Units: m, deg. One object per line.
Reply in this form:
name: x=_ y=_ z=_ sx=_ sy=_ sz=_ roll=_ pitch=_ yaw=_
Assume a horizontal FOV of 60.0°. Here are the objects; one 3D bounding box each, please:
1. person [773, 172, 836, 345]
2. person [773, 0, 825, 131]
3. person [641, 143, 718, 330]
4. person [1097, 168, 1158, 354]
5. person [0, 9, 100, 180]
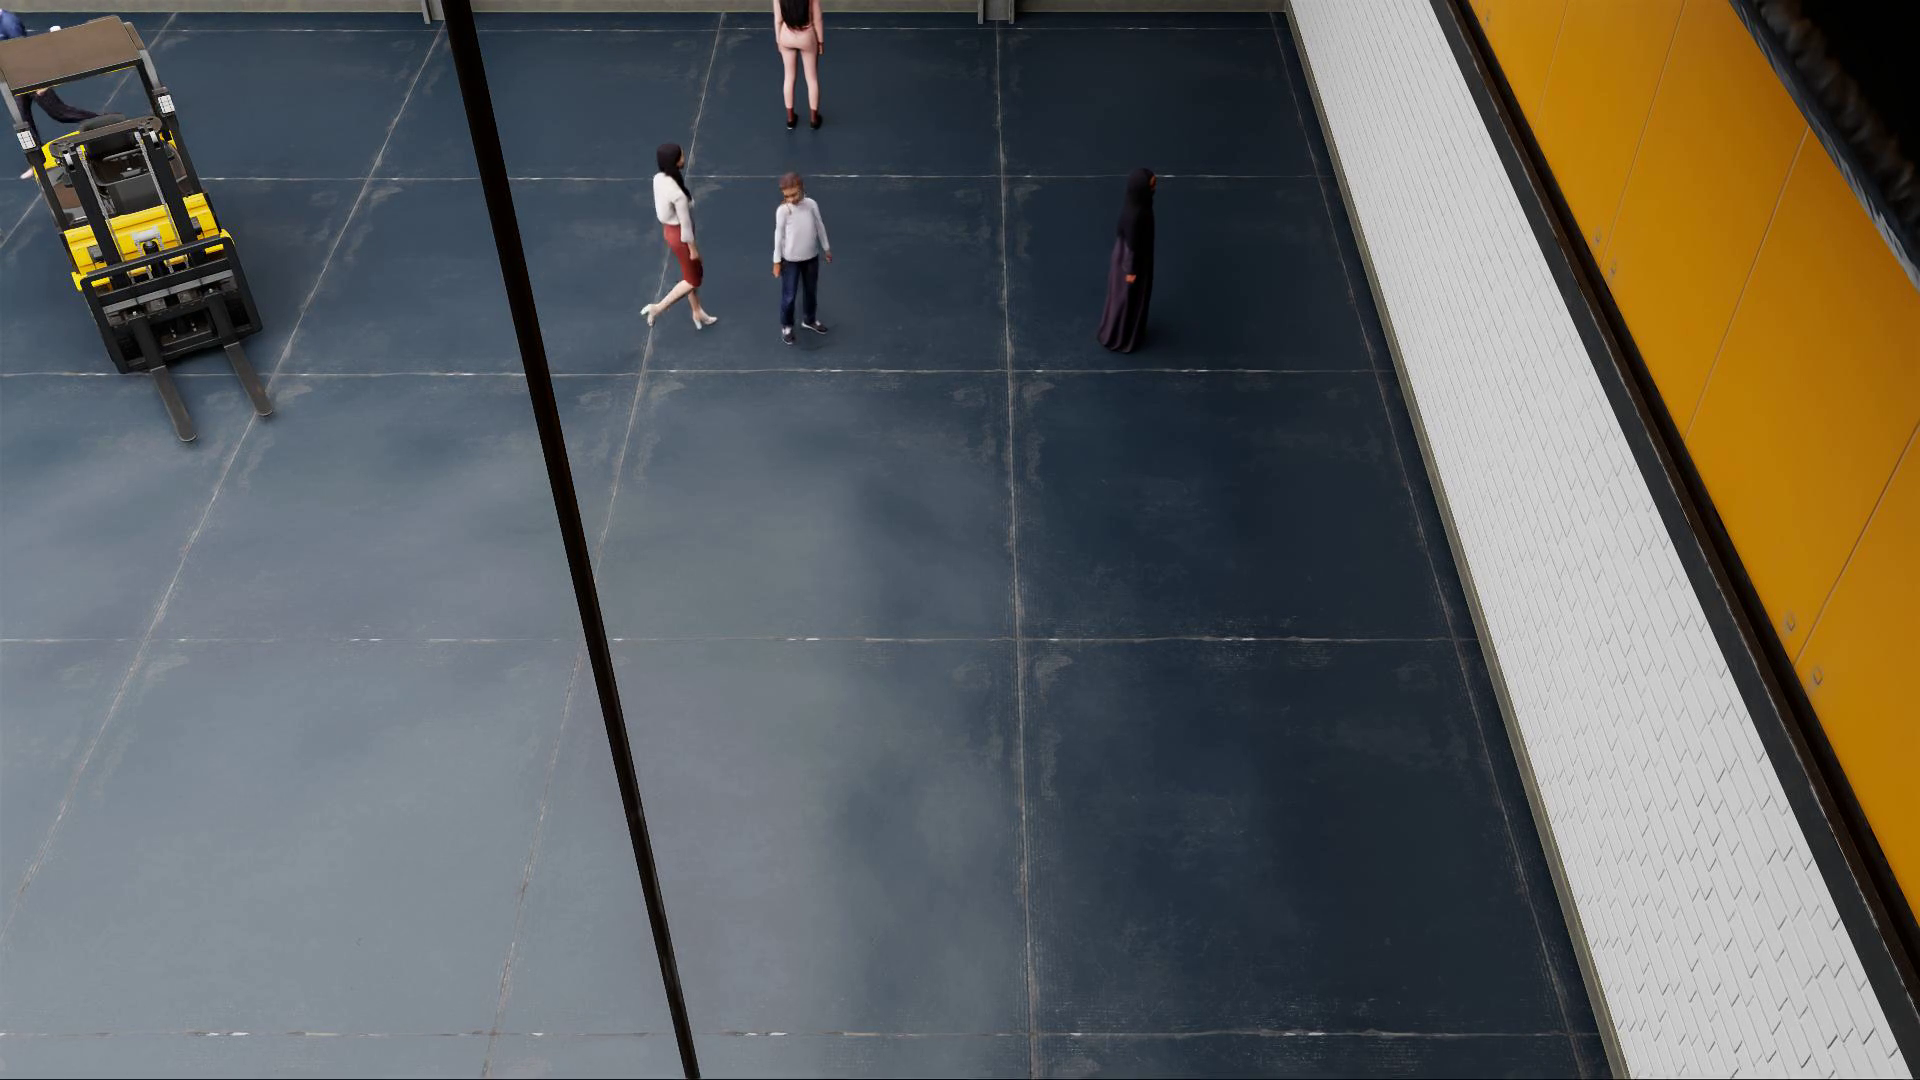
person: x=-1.287 y=-2.307 z=13.448 sx=0.648 sy=1.552 sz=0.795 roll=-31 pitch=52 yaw=-29
person: x=-1.535 y=-4.746 z=15.888 sx=0.484 sy=1.718 sz=0.693 roll=4 pitch=44 yaw=4
person: x=-2.291 y=-2.363 z=13.374 sx=0.989 sy=1.736 sz=0.855 roll=-22 pitch=48 yaw=-21
person: x=1.374 y=-2.271 z=13.368 sx=0.724 sy=1.611 sz=0.714 roll=13 pitch=45 yaw=14
person: x=-8.523 y=-4.287 z=15.327 sx=1.231 sy=1.828 sz=1.126 roll=21 pitch=48 yaw=21
